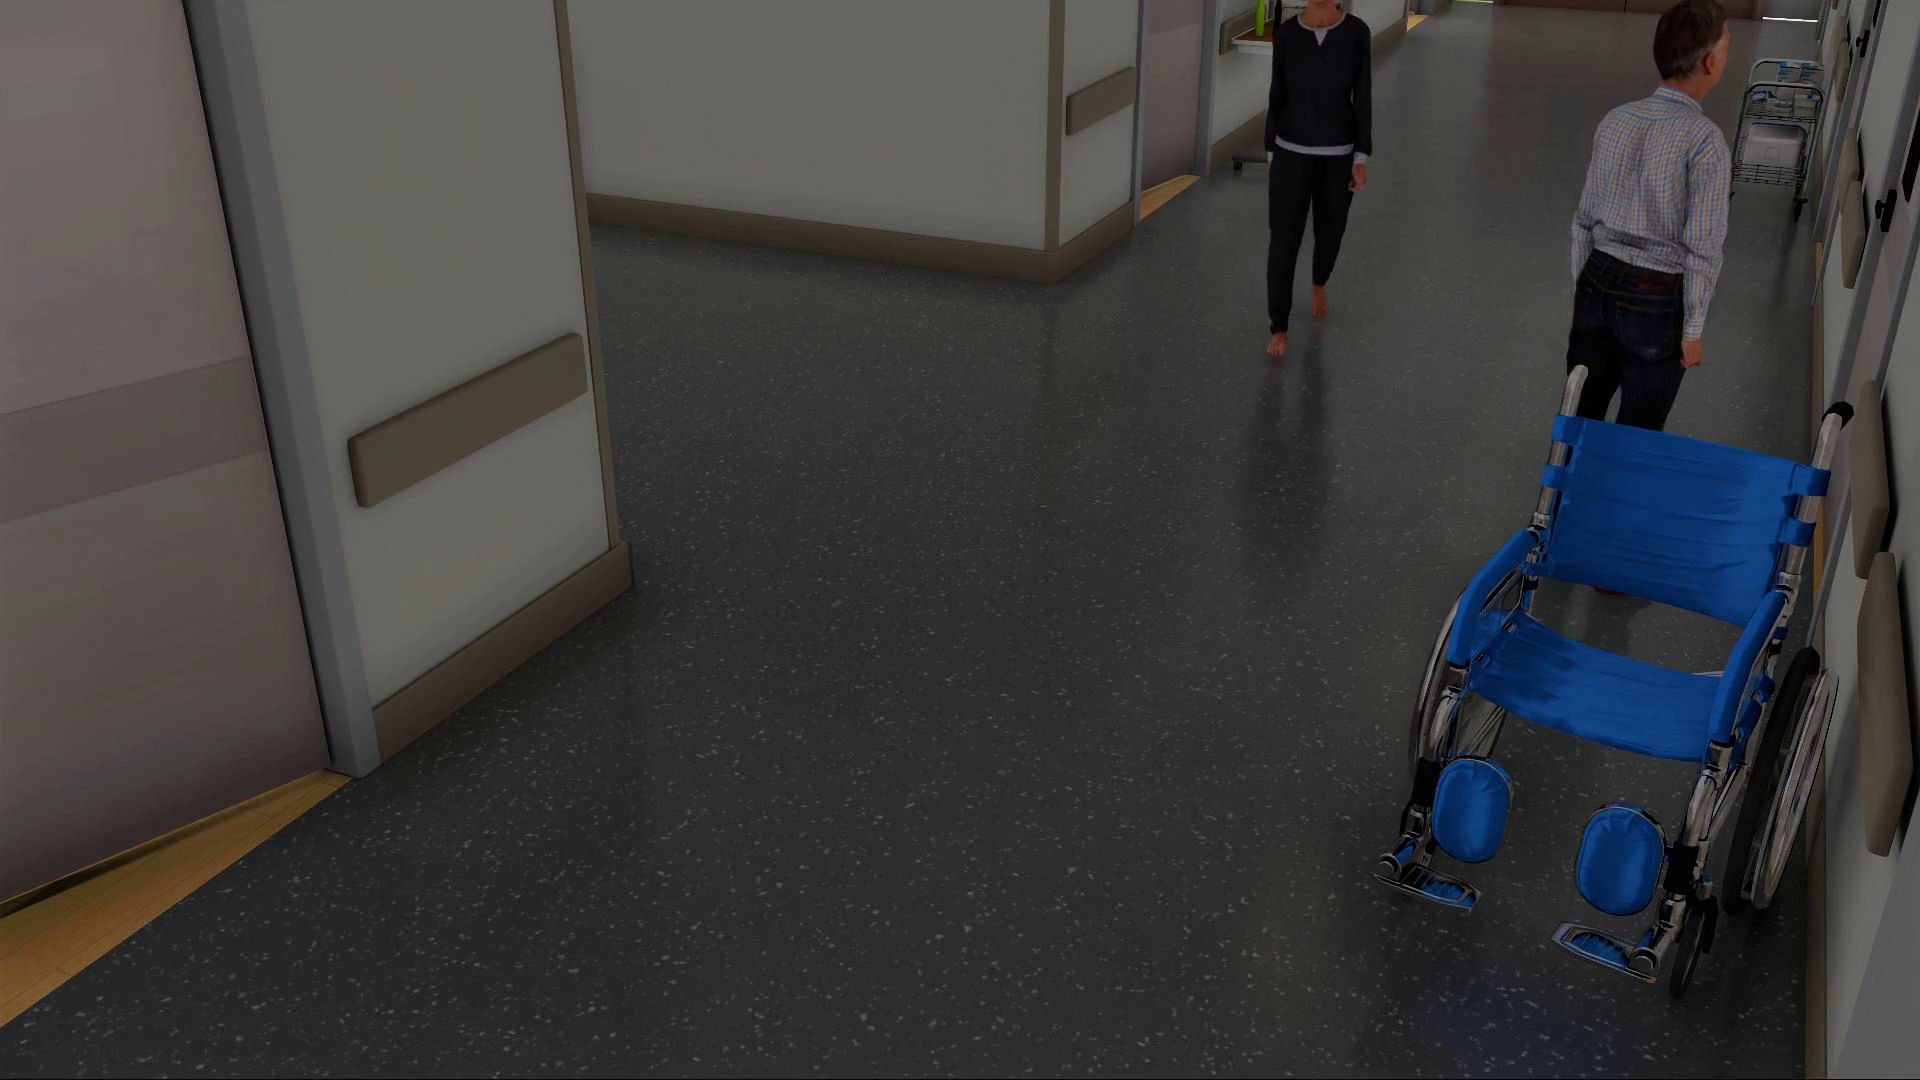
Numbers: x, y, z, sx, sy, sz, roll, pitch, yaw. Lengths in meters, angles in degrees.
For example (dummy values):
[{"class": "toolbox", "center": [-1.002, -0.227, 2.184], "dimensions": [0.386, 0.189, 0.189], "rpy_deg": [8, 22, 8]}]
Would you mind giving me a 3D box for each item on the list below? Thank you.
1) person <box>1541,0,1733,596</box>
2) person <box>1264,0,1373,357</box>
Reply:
[{"class": "person", "center": [2.077, -0.723, 5.105], "dimensions": [0.759, 1.819, 0.735], "rpy_deg": [-14, 29, -26]}, {"class": "person", "center": [1.570, -1.716, 7.300], "dimensions": [0.791, 1.701, 1.133], "rpy_deg": [4, 26, 9]}]
